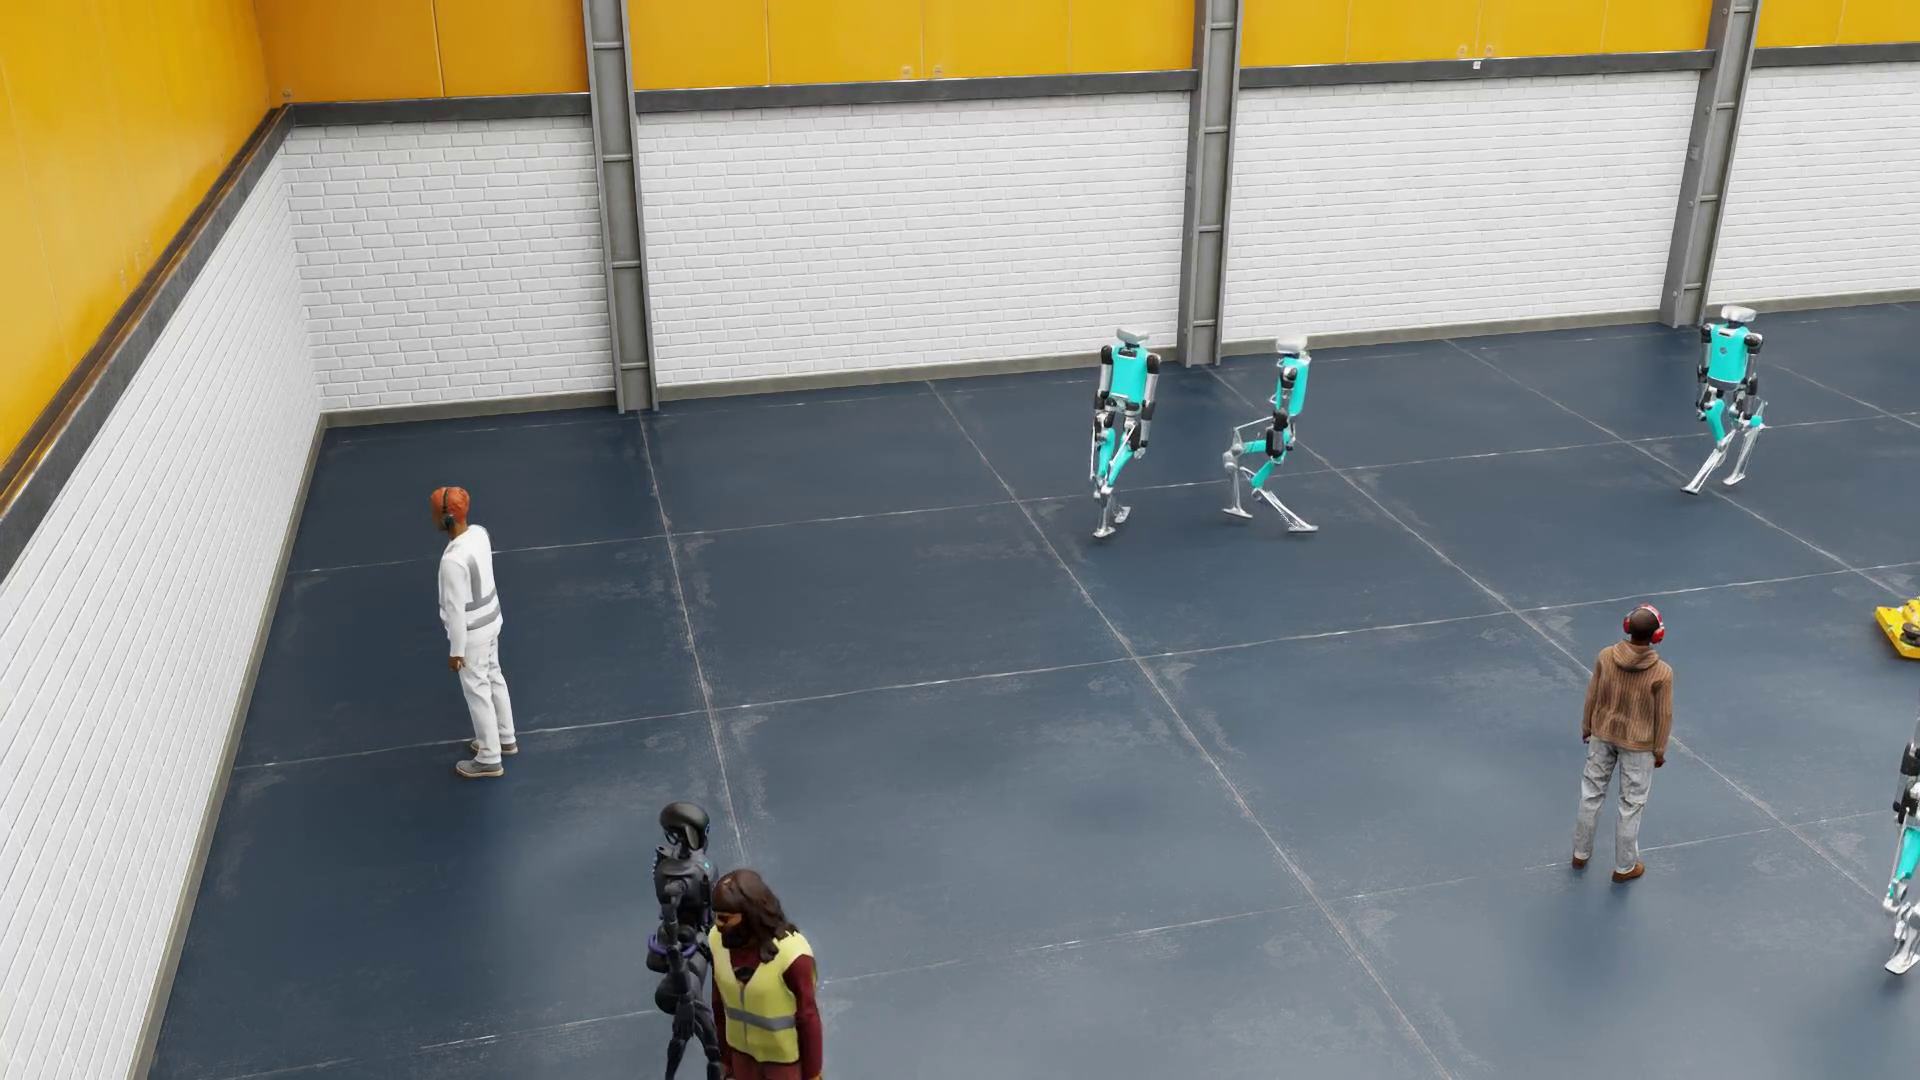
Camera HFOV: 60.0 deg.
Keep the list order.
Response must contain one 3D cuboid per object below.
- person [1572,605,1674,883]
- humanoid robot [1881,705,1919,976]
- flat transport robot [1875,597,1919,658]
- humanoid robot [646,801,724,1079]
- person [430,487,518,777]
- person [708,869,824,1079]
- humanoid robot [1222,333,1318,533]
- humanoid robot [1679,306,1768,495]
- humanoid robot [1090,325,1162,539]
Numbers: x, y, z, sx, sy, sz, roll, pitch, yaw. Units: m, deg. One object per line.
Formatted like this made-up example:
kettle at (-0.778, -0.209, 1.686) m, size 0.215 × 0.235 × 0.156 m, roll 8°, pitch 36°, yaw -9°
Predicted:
person at (3.626, 1.112, 9.115) m, size 0.461 × 1.651 × 0.327 m, roll 20°, pitch 31°, yaw 38°
humanoid robot at (4.858, 1.444, 8.280) m, size 0.910 × 1.769 × 0.542 m, roll -20°, pitch 31°, yaw -38°
flat transport robot at (7.389, 0.674, 11.830) m, size 1.431 × 0.231 × 0.659 m, roll 5°, pitch 24°, yaw 10°
humanoid robot at (-1.183, 1.859, 7.408) m, size 0.550 × 1.641 × 0.603 m, roll 3°, pitch 24°, yaw 7°
person at (-2.966, 0.553, 10.117) m, size 0.353 × 1.878 × 0.565 m, roll 0°, pitch 24°, yaw 1°
person at (-0.763, 2.073, 6.809) m, size 0.495 × 1.754 × 0.479 m, roll 10°, pitch 26°, yaw 21°
humanoid robot at (2.445, -0.844, 13.505) m, size 1.026 × 1.760 × 0.559 m, roll 10°, pitch 26°, yaw 22°
humanoid robot at (6.627, -1.182, 14.231) m, size 1.031 × 1.742 × 0.548 m, roll -15°, pitch 28°, yaw -31°
humanoid robot at (1.205, -0.799, 13.345) m, size 0.530 × 1.736 × 0.904 m, roll 16°, pitch 28°, yaw 32°
